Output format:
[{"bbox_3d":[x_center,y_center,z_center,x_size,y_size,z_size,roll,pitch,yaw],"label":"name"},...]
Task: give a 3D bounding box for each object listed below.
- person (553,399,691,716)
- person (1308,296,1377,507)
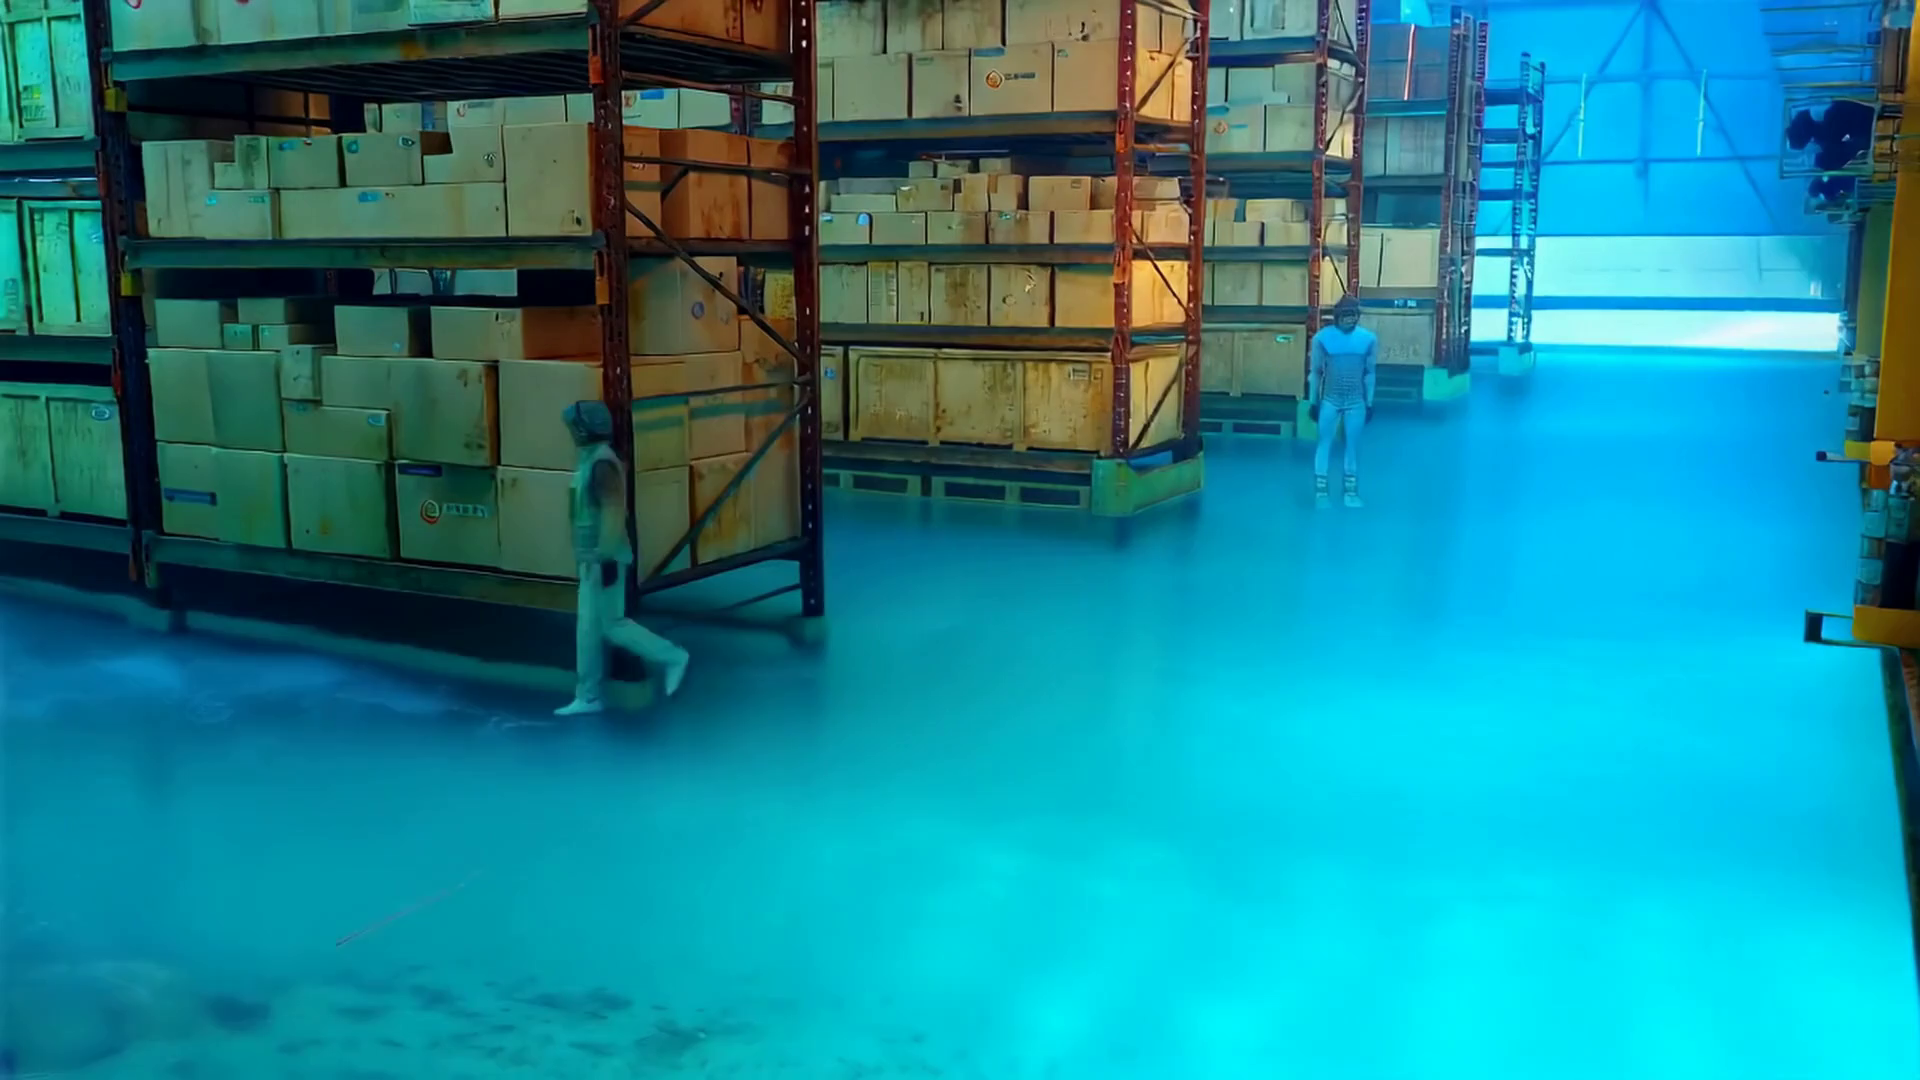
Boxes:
[{"bbox_3d":[-1.746,0.088,8.431,0.631,1.609,0.534,-4,11,-23],"label":"person"},{"bbox_3d":[3.510,-1.265,15.292,0.631,1.940,0.370,-1,10,-6],"label":"person"}]
